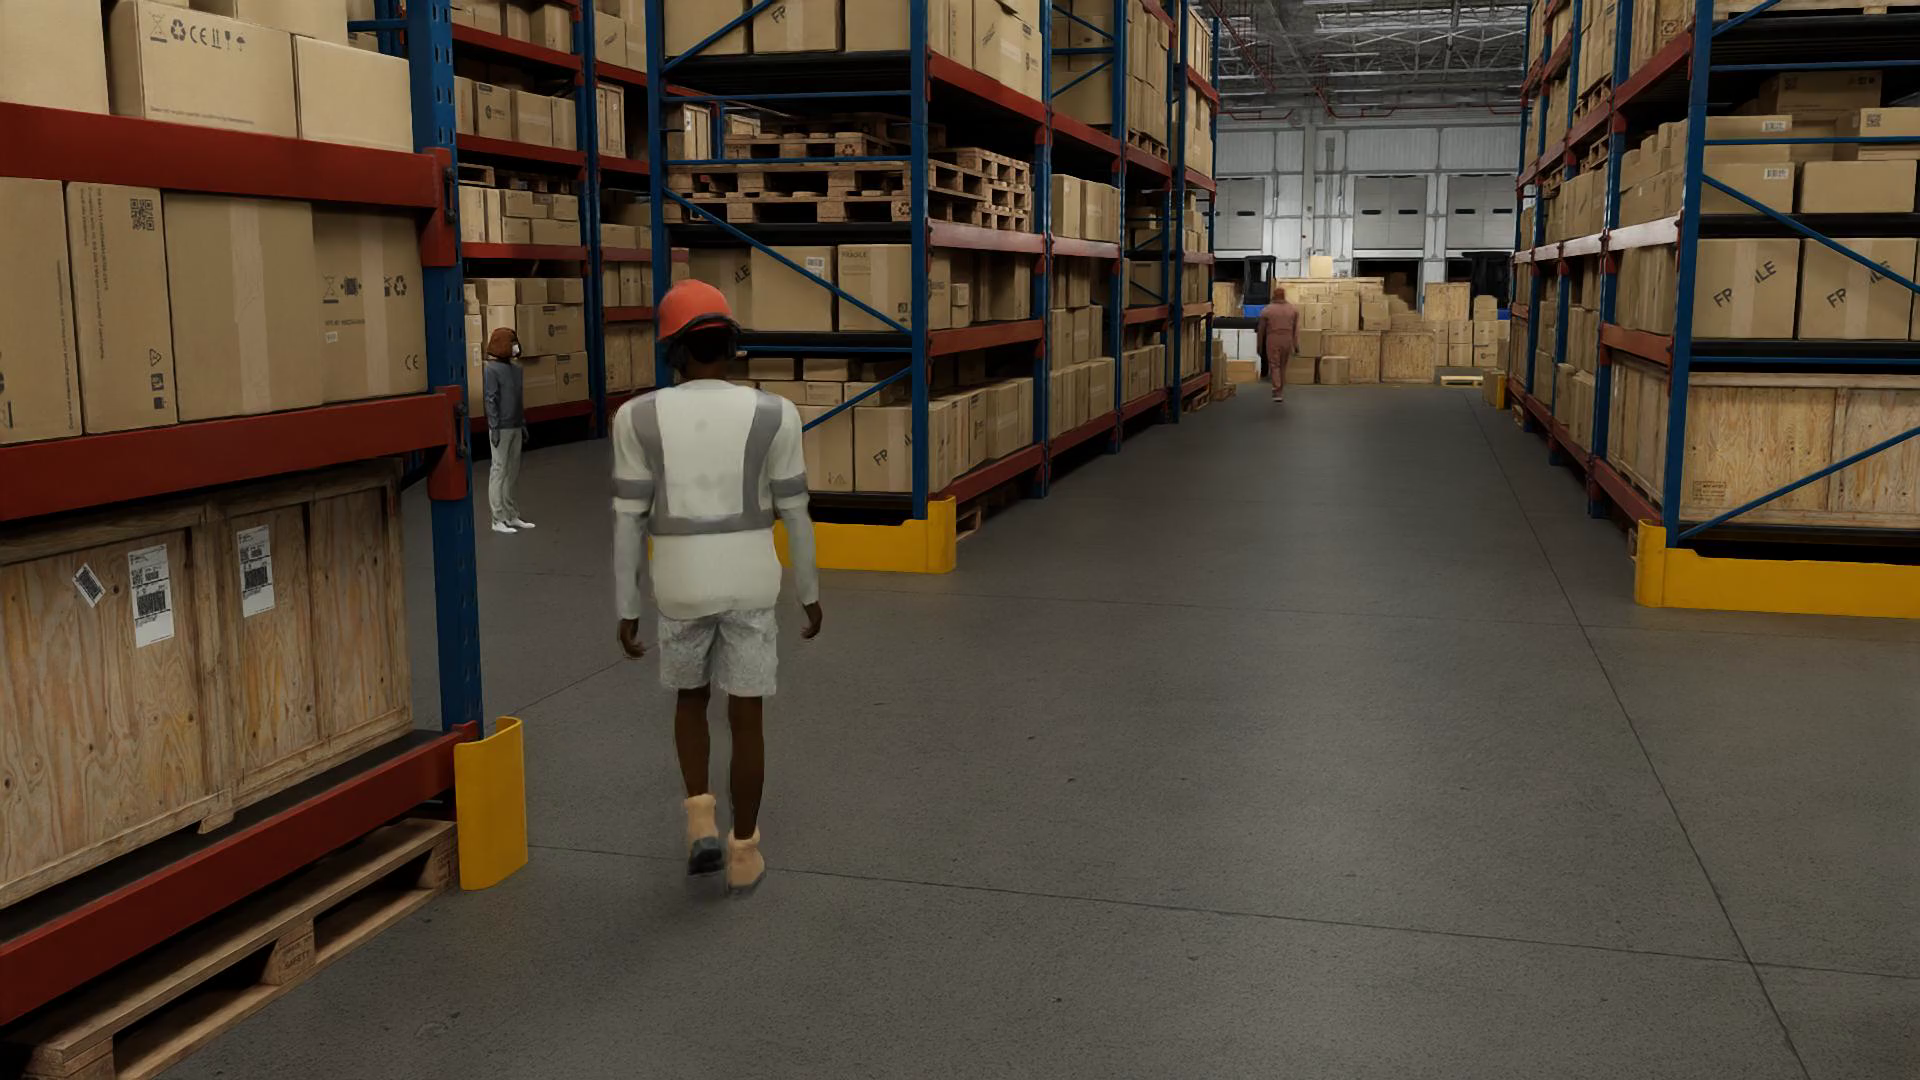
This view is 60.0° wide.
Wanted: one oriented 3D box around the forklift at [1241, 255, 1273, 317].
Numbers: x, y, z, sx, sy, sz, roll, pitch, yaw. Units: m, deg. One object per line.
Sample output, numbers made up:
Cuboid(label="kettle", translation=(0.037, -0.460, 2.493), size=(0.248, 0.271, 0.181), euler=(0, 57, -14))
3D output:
Cuboid(label="forklift", translation=(10.551, -8.662, 58.805), size=(1.129, 2.768, 1.873), euler=(2, 9, 15))

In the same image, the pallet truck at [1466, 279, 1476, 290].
Cuboid(label="pallet truck", translation=(18.896, -8.459, 60.307), size=(1.885, 1.965, 0.823), euler=(5, 10, 31))

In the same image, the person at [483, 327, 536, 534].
Cuboid(label="person", translation=(-3.608, -0.875, 13.271), size=(0.282, 1.636, 0.500), euler=(2, 9, 14))

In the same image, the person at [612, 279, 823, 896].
Cuboid(label="person", translation=(-0.784, 0.164, 5.466), size=(0.670, 2.016, 0.435), euler=(0, 9, -3))

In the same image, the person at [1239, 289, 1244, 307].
Cuboid(label="person", translation=(11.512, -9.329, 67.113), size=(0.856, 1.597, 0.524), euler=(1, 9, 3))

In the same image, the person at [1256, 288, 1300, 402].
Cuboid(label="person", translation=(5.231, -3.229, 27.510), size=(0.676, 1.852, 0.976), euler=(-1, 9, -5))

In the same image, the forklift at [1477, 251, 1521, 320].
Cuboid(label="forklift", translation=(15.881, -7.200, 49.513), size=(1.129, 2.768, 1.873), euler=(-2, 9, -12))
